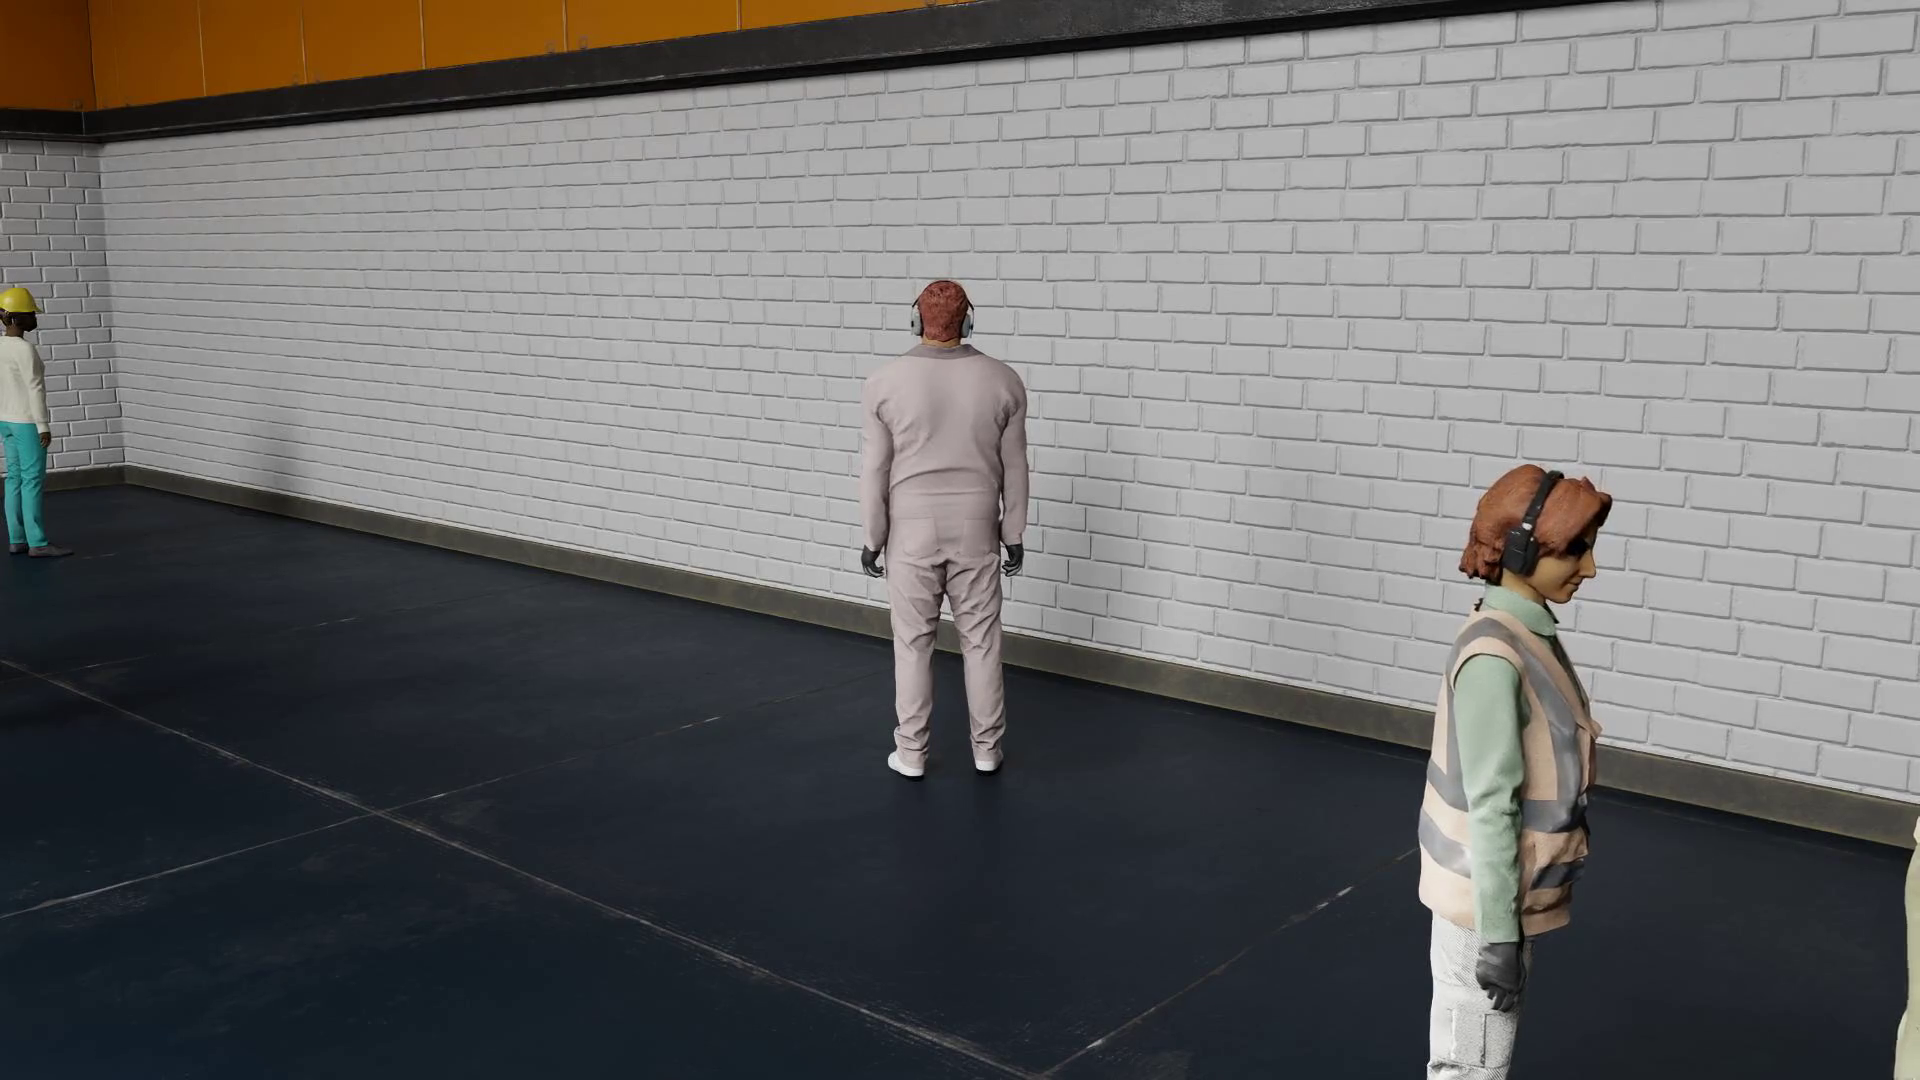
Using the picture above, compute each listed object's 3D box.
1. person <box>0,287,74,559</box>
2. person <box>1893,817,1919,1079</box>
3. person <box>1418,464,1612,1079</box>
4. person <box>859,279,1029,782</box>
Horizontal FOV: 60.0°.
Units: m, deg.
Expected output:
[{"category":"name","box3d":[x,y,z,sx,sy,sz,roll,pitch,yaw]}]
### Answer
[{"category":"person","box3d":[-6.112,-0.761,10.899,0.533,1.768,0.310,7,12,36]},{"category":"person","box3d":[1.256,0.833,1.671,0.403,1.824,0.597,-7,12,-33]},{"category":"person","box3d":[1.001,0.675,3.080,0.310,1.640,0.514,4,11,22]},{"category":"person","box3d":[-0.065,-0.032,6.346,0.651,1.906,0.404,-2,10,-10]}]
